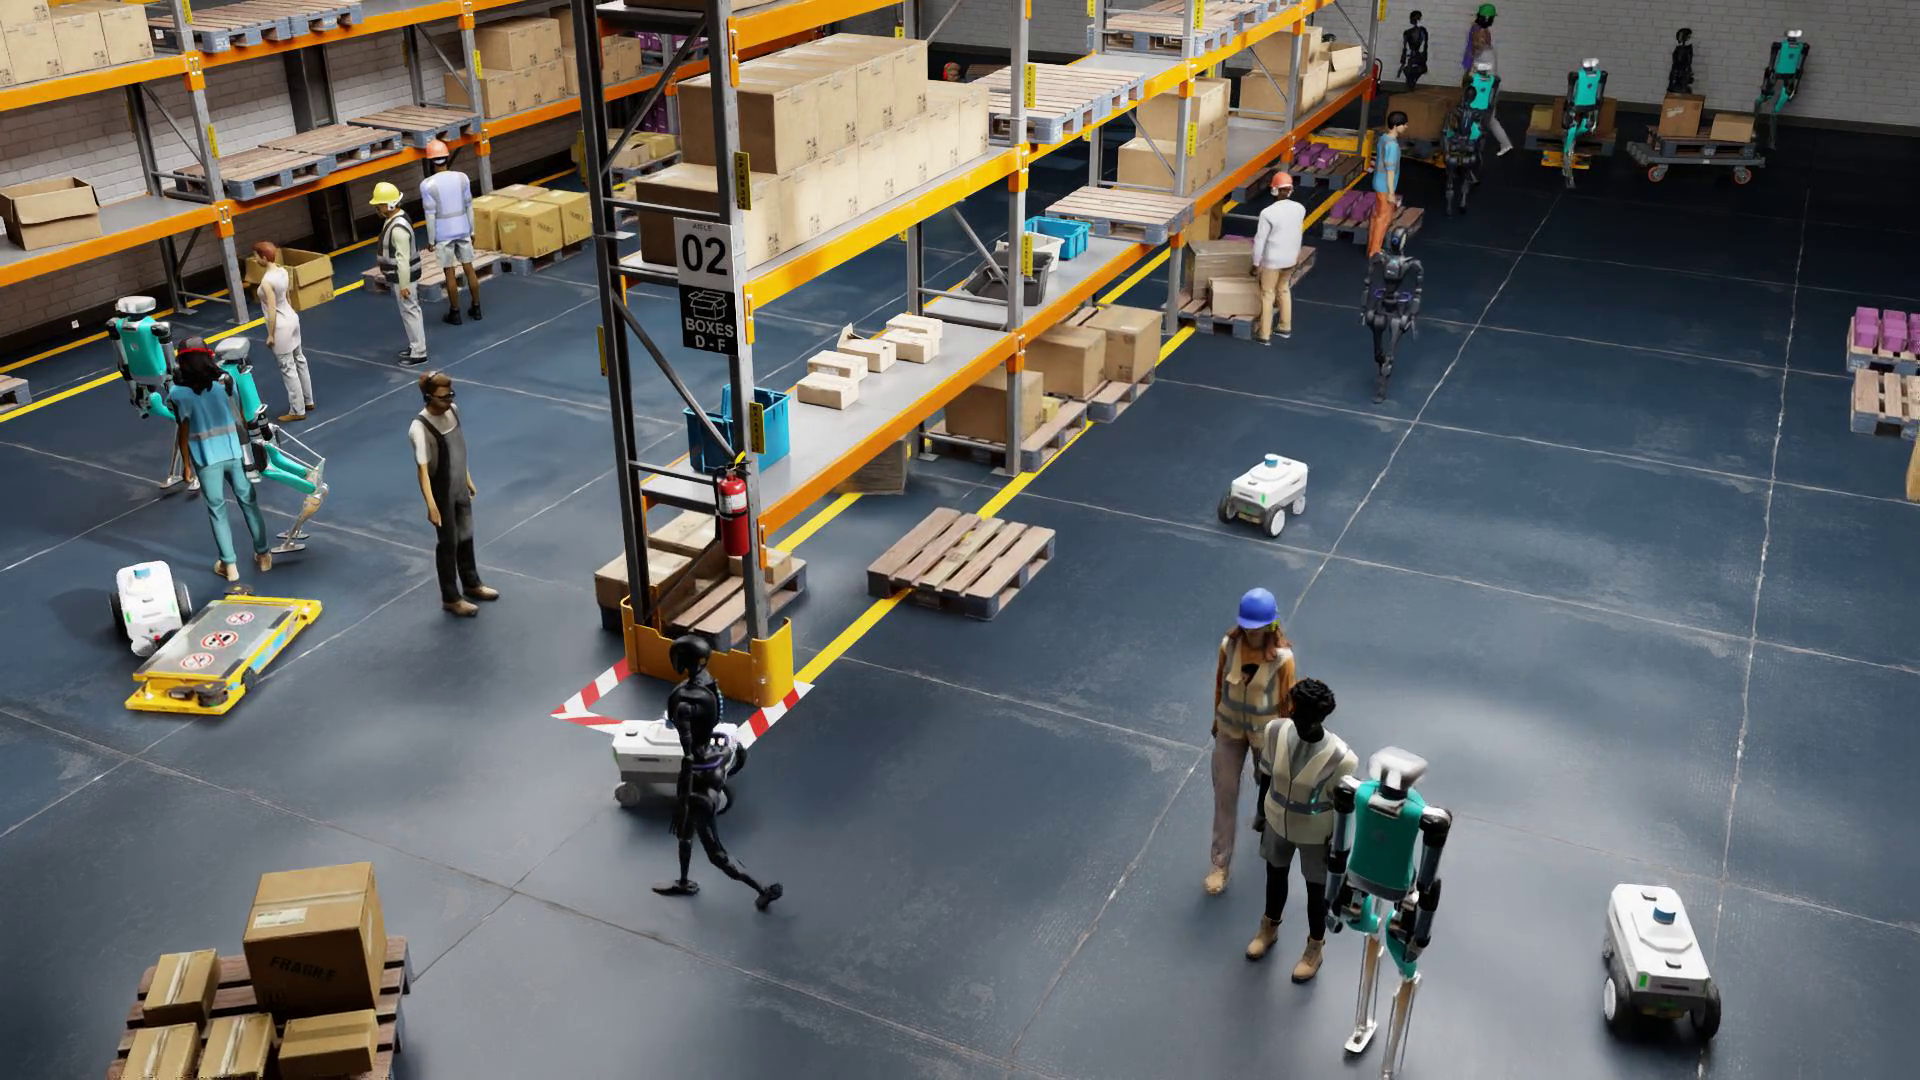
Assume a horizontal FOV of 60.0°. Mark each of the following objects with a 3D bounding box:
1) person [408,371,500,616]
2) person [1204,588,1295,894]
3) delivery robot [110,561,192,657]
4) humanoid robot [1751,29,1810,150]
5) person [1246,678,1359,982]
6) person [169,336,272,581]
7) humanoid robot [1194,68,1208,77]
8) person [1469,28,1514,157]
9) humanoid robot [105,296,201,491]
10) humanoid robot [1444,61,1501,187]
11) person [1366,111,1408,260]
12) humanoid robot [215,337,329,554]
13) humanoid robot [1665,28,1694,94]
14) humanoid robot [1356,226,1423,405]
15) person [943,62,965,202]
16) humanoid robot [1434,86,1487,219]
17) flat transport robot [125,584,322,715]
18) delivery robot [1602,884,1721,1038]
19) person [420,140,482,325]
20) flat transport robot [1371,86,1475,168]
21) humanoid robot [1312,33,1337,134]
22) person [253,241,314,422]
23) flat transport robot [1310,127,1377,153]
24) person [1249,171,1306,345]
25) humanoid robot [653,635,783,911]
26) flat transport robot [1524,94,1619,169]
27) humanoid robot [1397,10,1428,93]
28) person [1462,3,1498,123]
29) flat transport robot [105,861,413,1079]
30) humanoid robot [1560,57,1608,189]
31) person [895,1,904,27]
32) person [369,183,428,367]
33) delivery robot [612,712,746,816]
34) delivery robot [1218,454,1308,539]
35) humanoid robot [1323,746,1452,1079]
[{"bbox_3d":[-3.589,-0.331,11.687,0.363,1.834,0.519,7,27,15],"label":"person"},{"bbox_3d":[1.617,1.005,9.084,0.480,1.743,0.864,13,29,25],"label":"person"},{"bbox_3d":[-5.626,0.433,11.571,0.524,0.586,0.754,-13,29,-25],"label":"delivery robot"},{"bbox_3d":[12.152,-6.777,24.850,0.531,1.776,0.994,2,26,4],"label":"humanoid robot"},{"bbox_3d":[1.697,1.424,8.294,0.532,1.693,0.320,22,34,37],"label":"person"},{"bbox_3d":[-5.424,-0.590,12.165,0.529,1.870,0.397,-18,32,-32],"label":"person"},{"bbox_3d":[3.762,-6.892,25.046,0.919,1.760,0.543,-4,27,-8],"label":"humanoid robot"},{"bbox_3d":[7.625,-6.419,23.962,0.850,1.857,0.671,13,29,24],"label":"person"},{"bbox_3d":[-6.377,-1.236,13.470,0.533,1.677,0.735,5,27,9],"label":"humanoid robot"},{"bbox_3d":[6.859,-5.638,22.508,0.552,1.728,1.020,-6,27,-11],"label":"humanoid robot"},{"bbox_3d":[4.994,-4.132,19.448,0.334,1.758,0.502,1,26,1],"label":"person"},{"bbox_3d":[-5.053,-0.703,12.398,0.735,1.673,0.533,-2,26,-4],"label":"humanoid robot"},{"bbox_3d":[10.948,-6.877,25.099,0.576,1.638,0.611,-1,26,-1],"label":"humanoid robot"},{"bbox_3d":[4.042,-2.145,15.582,0.601,1.635,0.780,14,30,26],"label":"humanoid robot"},{"bbox_3d":[-0.159,-5.300,21.717,0.389,1.837,0.563,13,29,24],"label":"person"},{"bbox_3d":[6.354,-4.921,21.132,0.610,1.652,0.356,4,27,9],"label":"humanoid robot"},{"bbox_3d":[-4.978,0.732,11.299,0.659,0.231,1.431,3,26,6],"label":"flat transport robot"},{"bbox_3d":[3.462,2.065,8.274,0.499,0.586,0.773,4,27,7],"label":"delivery robot"},{"bbox_3d":[-5.335,-3.210,17.394,0.542,1.928,0.371,-21,33,-36],"label":"person"},{"bbox_3d":[6.734,-5.673,24.238,0.659,0.231,1.431,-19,32,-34],"label":"flat transport robot"},{"bbox_3d":[5.394,-6.659,24.637,0.326,1.648,0.602,13,29,24],"label":"humanoid robot"},{"bbox_3d":[-6.135,-1.892,15.032,0.285,1.658,0.438,1,26,2],"label":"person"},{"bbox_3d":[5.878,-5.925,24.746,1.431,0.231,0.659,12,29,23],"label":"flat transport robot"},{"bbox_3d":[3.198,-2.864,16.900,0.636,1.739,0.381,-16,30,-29],"label":"person"},{"bbox_3d":[-1.315,1.244,8.742,0.744,1.655,0.609,2,26,4],"label":"humanoid robot"},{"bbox_3d":[8.863,-5.646,24.182,0.659,0.231,1.431,11,28,20],"label":"flat transport robot"},{"bbox_3d":[7.330,-7.600,26.560,0.613,1.622,0.637,-16,30,-29],"label":"humanoid robot"},{"bbox_3d":[7.961,-7.338,25.753,0.720,1.901,0.541,0,26,0],"label":"person"},{"bbox_3d":[-3.177,2.537,7.654,0.659,0.231,1.431,-5,27,-10],"label":"flat transport robot"},{"bbox_3d":[8.371,-5.696,22.643,0.550,1.783,0.879,-2,26,-5],"label":"humanoid robot"},{"bbox_3d":[-0.987,-9.502,30.214,0.360,1.829,0.514,12,29,22],"label":"person"},{"bbox_3d":[-5.469,-2.597,16.280,0.403,1.824,0.594,-8,27,-16],"label":"person"},{"bbox_3d":[-1.669,1.276,9.852,0.756,0.571,0.499,1,26,3],"label":"delivery robot"},{"bbox_3d":[2.447,-0.382,13.235,0.499,0.601,0.805,21,33,36],"label":"delivery robot"},{"bbox_3d":[2.014,1.674,7.748,0.533,1.805,0.669,17,31,31],"label":"humanoid robot"}]
